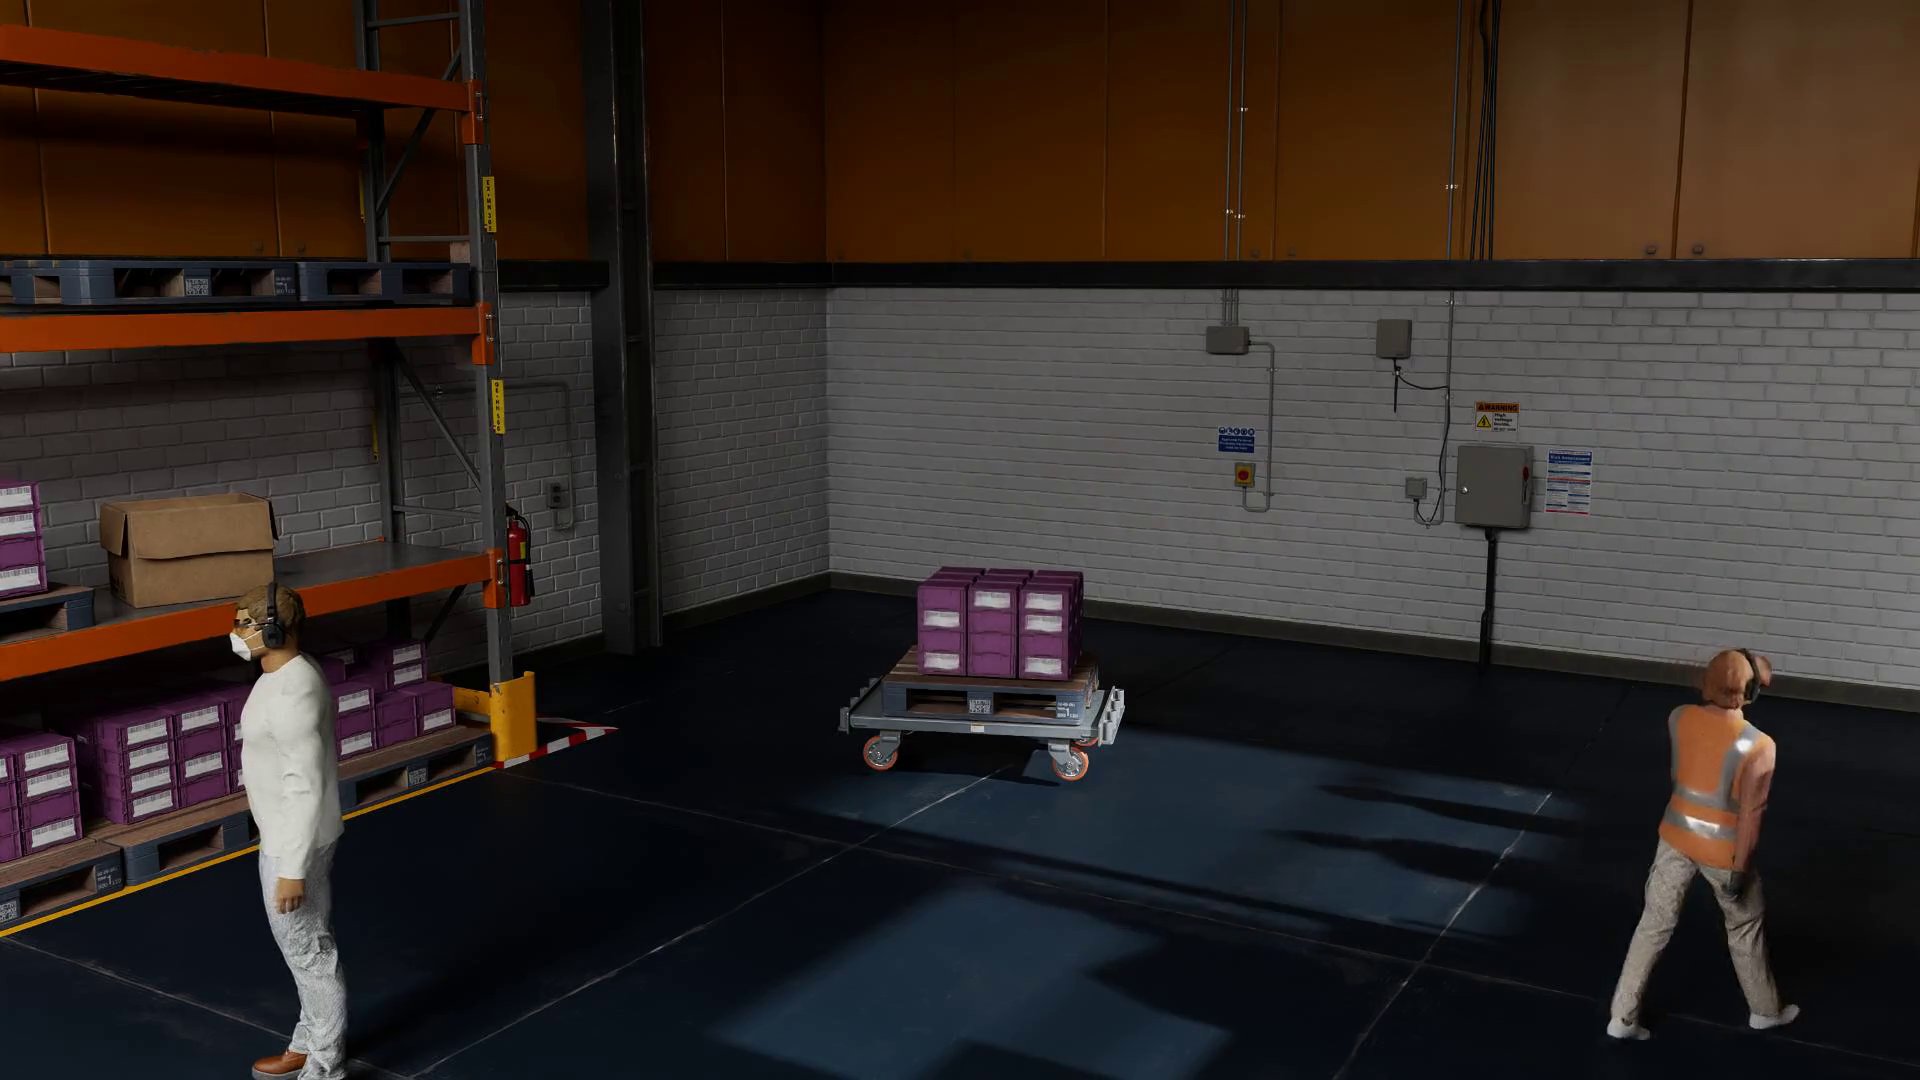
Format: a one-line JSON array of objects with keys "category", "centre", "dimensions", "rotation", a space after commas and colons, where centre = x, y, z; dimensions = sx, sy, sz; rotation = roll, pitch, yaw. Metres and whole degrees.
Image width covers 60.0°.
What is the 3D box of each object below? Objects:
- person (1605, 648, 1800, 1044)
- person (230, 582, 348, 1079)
[{"category": "person", "centre": [2.932, 1.205, 6.524], "dimensions": [0.888, 1.587, 0.509], "rotation": [-5, 10, -26]}, {"category": "person", "centre": [-2.430, 1.105, 6.040], "dimensions": [0.365, 1.939, 0.636], "rotation": [-4, 10, -25]}]
